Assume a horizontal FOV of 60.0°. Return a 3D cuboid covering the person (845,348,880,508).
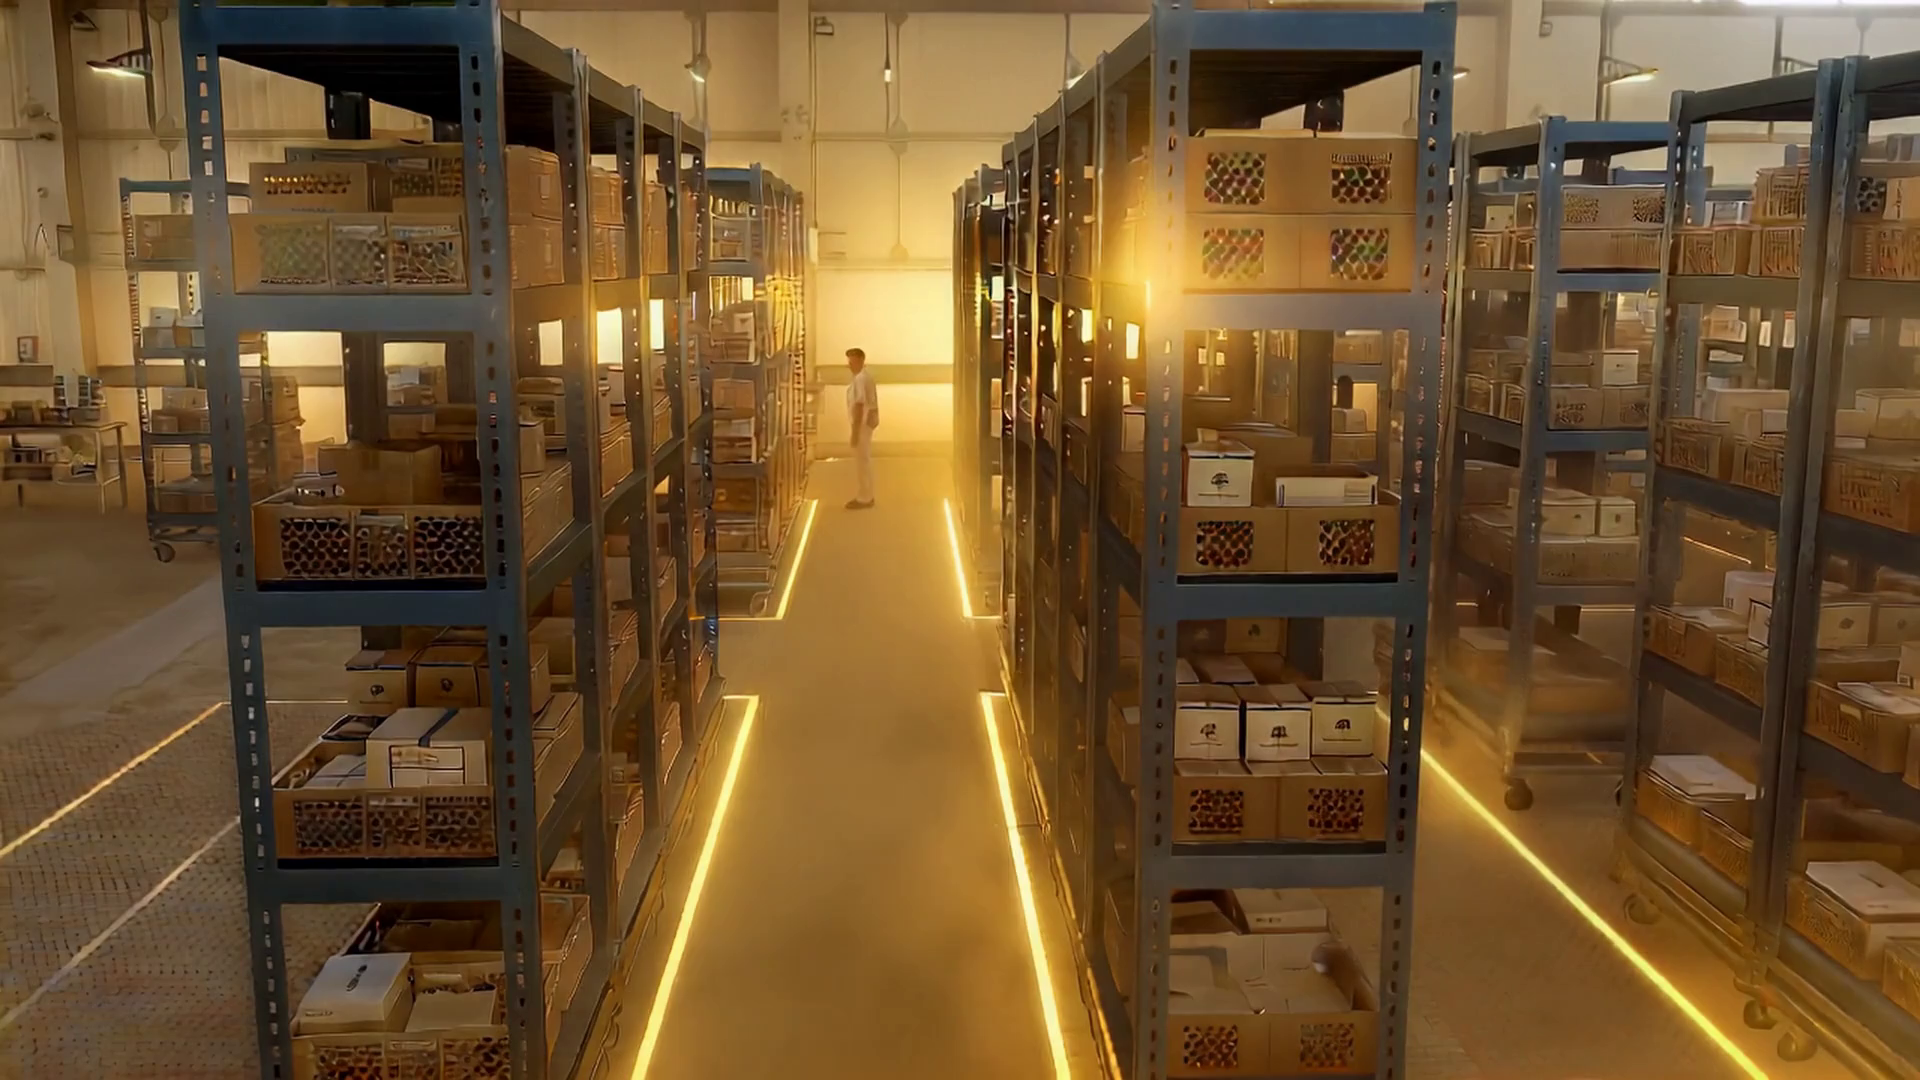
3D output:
[{"bbox_3d":[-1.111,-1.276,19.044,0.389,1.837,0.560,1,10,7],"label":"person"}]
